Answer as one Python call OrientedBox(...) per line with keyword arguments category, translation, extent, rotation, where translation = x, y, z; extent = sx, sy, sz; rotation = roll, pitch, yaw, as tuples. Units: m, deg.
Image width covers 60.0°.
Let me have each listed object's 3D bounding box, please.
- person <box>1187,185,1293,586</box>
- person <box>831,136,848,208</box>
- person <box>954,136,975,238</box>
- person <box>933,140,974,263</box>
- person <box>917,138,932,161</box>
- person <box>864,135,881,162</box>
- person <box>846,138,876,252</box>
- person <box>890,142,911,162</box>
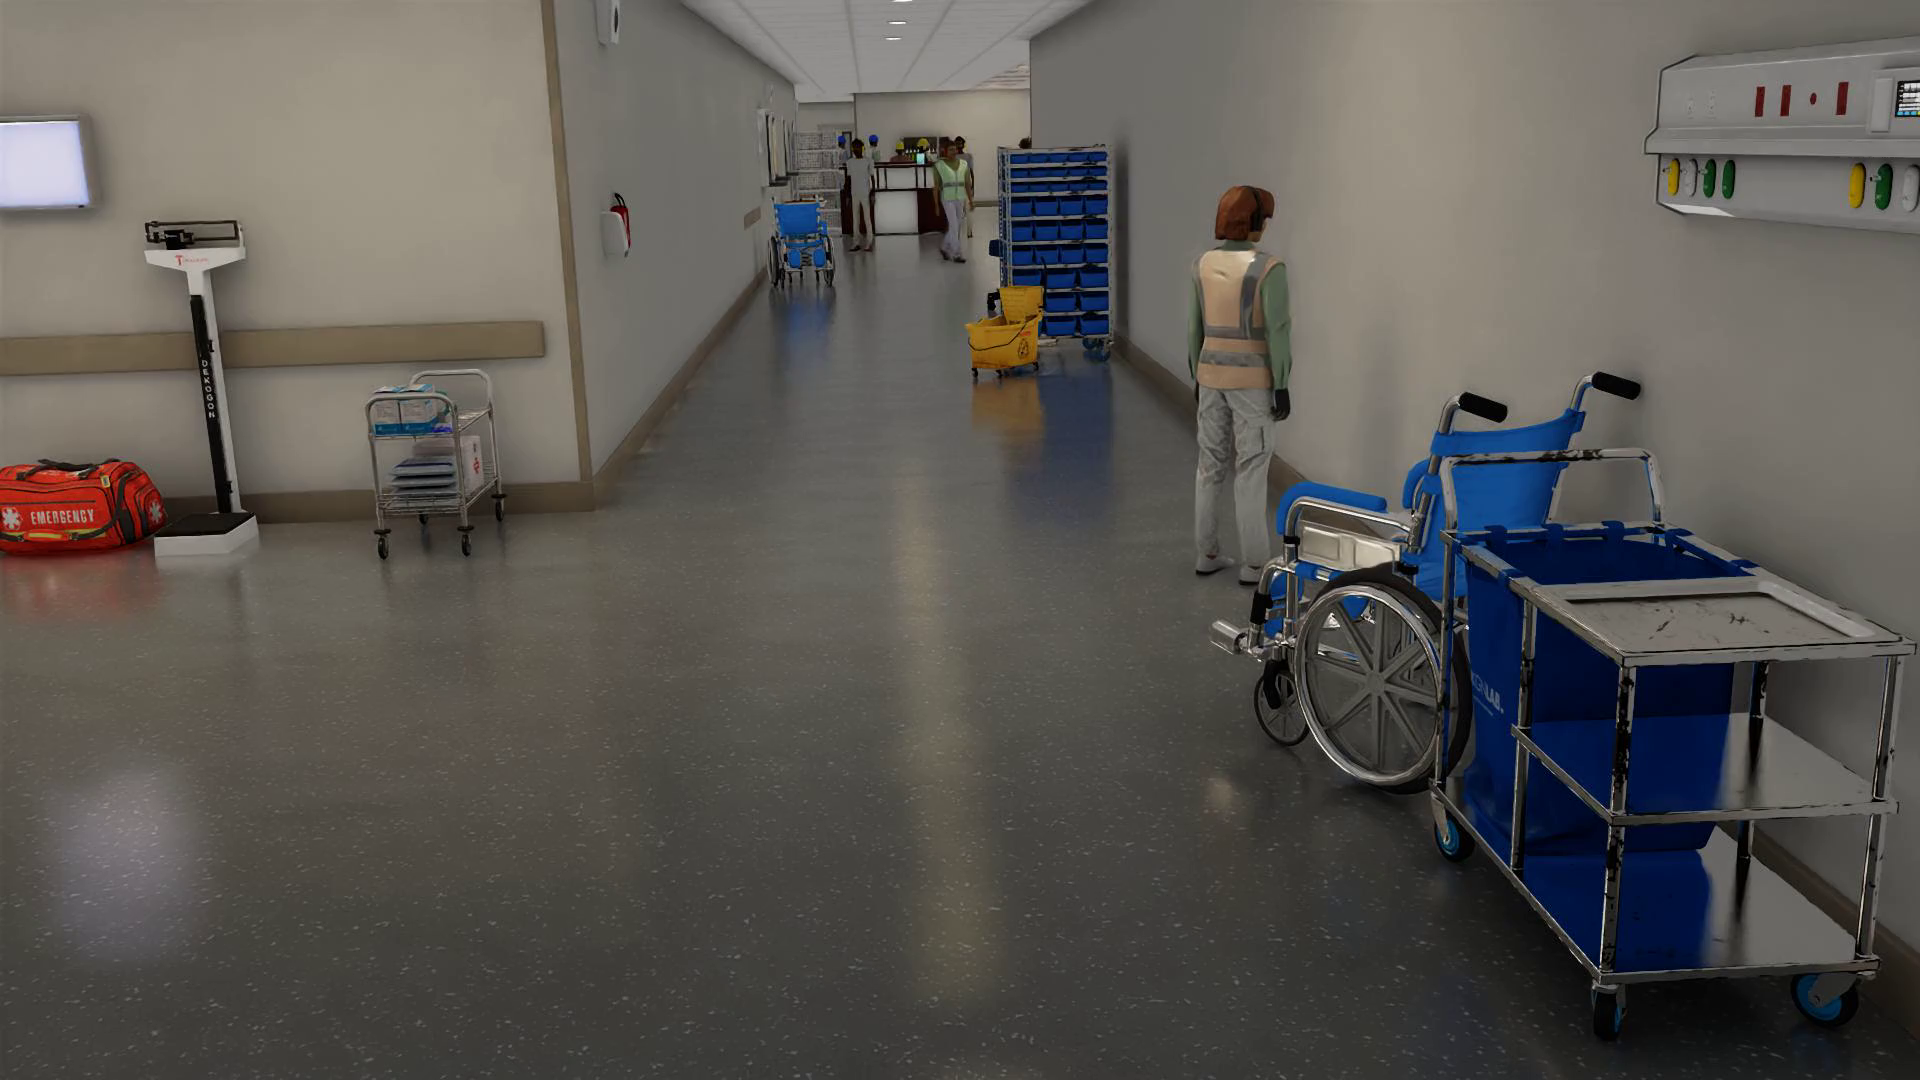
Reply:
OrientedBox(category="person", translation=(1.156, -0.632, 6.886), extent=(0.310, 1.636, 0.523), rotation=(-12, 17, -37))
OrientedBox(category="person", translation=(-3.130, -9.664, 43.864), extent=(0.405, 1.945, 0.615), rotation=(-15, 19, -43))
OrientedBox(category="person", translation=(0.025, -6.525, 30.792), extent=(0.505, 1.861, 0.330), rotation=(1, 14, 12))
OrientedBox(category="person", translation=(-0.133, -5.095, 25.033), extent=(0.568, 1.811, 0.887), rotation=(-10, 16, -31))
OrientedBox(category="person", translation=(-0.833, -8.580, 39.411), extent=(0.403, 1.827, 0.590), rotation=(-3, 14, -6))
OrientedBox(category="person", translation=(-2.200, -9.389, 42.622), extent=(0.390, 1.949, 0.602), rotation=(-13, 18, -39))
OrientedBox(category="person", translation=(-1.658, -5.745, 27.748), extent=(0.533, 1.868, 0.310), rotation=(3, 14, 18))
OrientedBox(category="person", translation=(-1.372, -8.325, 38.558), extent=(0.524, 1.762, 0.345), rotation=(2, 14, 16))
